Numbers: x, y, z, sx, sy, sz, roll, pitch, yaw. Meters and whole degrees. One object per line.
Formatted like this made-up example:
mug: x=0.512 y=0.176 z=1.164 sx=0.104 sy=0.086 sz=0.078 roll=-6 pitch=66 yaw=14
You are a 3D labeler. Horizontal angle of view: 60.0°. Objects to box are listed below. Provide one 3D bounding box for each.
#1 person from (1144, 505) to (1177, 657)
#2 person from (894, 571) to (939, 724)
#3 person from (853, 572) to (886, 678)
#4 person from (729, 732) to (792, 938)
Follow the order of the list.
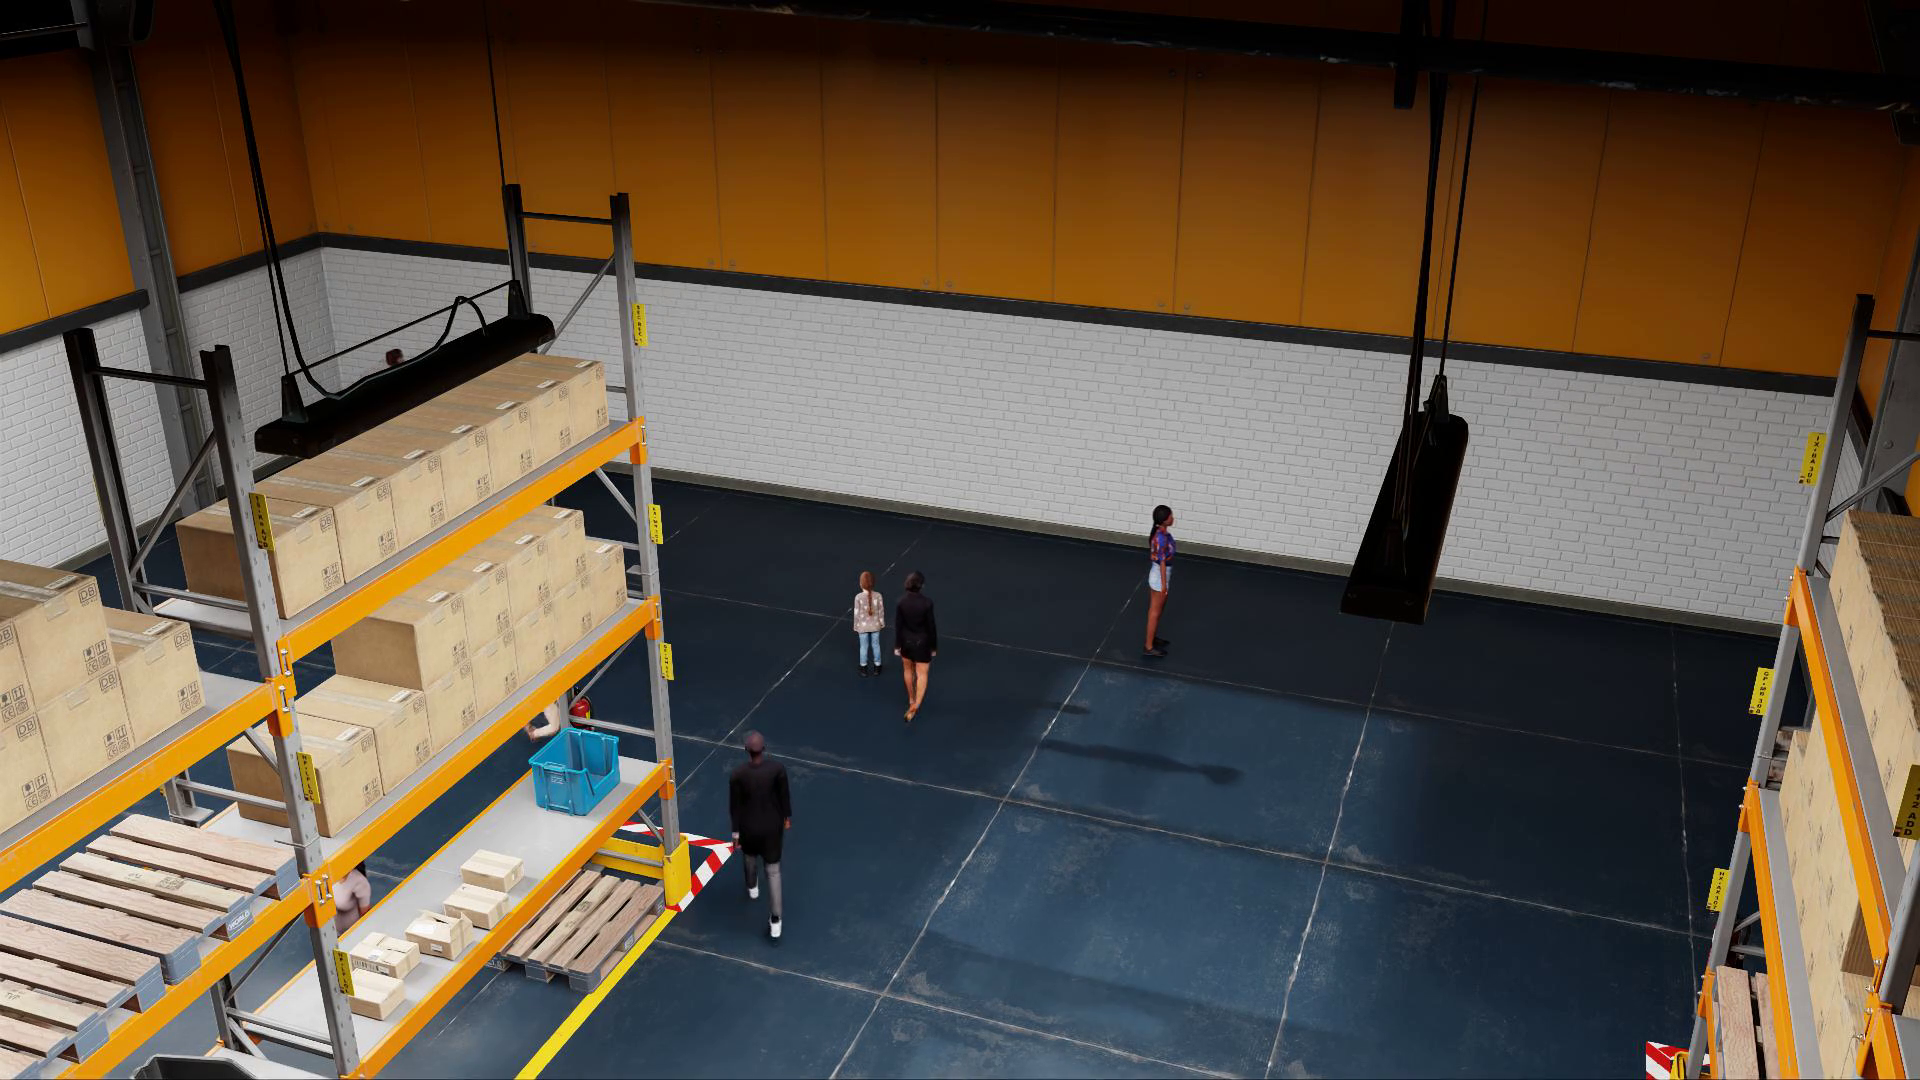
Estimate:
person: x=2.166 y=0.422 z=18.104 sx=0.699 sy=1.742 sz=0.559 roll=1 pitch=24 yaw=2
person: x=-0.460 y=1.125 z=16.660 sx=0.647 sy=1.612 sz=0.920 roll=4 pitch=24 yaw=9
person: x=-0.971 y=0.892 z=17.715 sx=0.560 sy=1.194 sz=0.590 roll=-5 pitch=24 yaw=-11
person: x=-1.614 y=2.419 z=13.570 sx=1.078 sy=1.716 sz=1.267 roll=-5 pitch=24 yaw=-11
